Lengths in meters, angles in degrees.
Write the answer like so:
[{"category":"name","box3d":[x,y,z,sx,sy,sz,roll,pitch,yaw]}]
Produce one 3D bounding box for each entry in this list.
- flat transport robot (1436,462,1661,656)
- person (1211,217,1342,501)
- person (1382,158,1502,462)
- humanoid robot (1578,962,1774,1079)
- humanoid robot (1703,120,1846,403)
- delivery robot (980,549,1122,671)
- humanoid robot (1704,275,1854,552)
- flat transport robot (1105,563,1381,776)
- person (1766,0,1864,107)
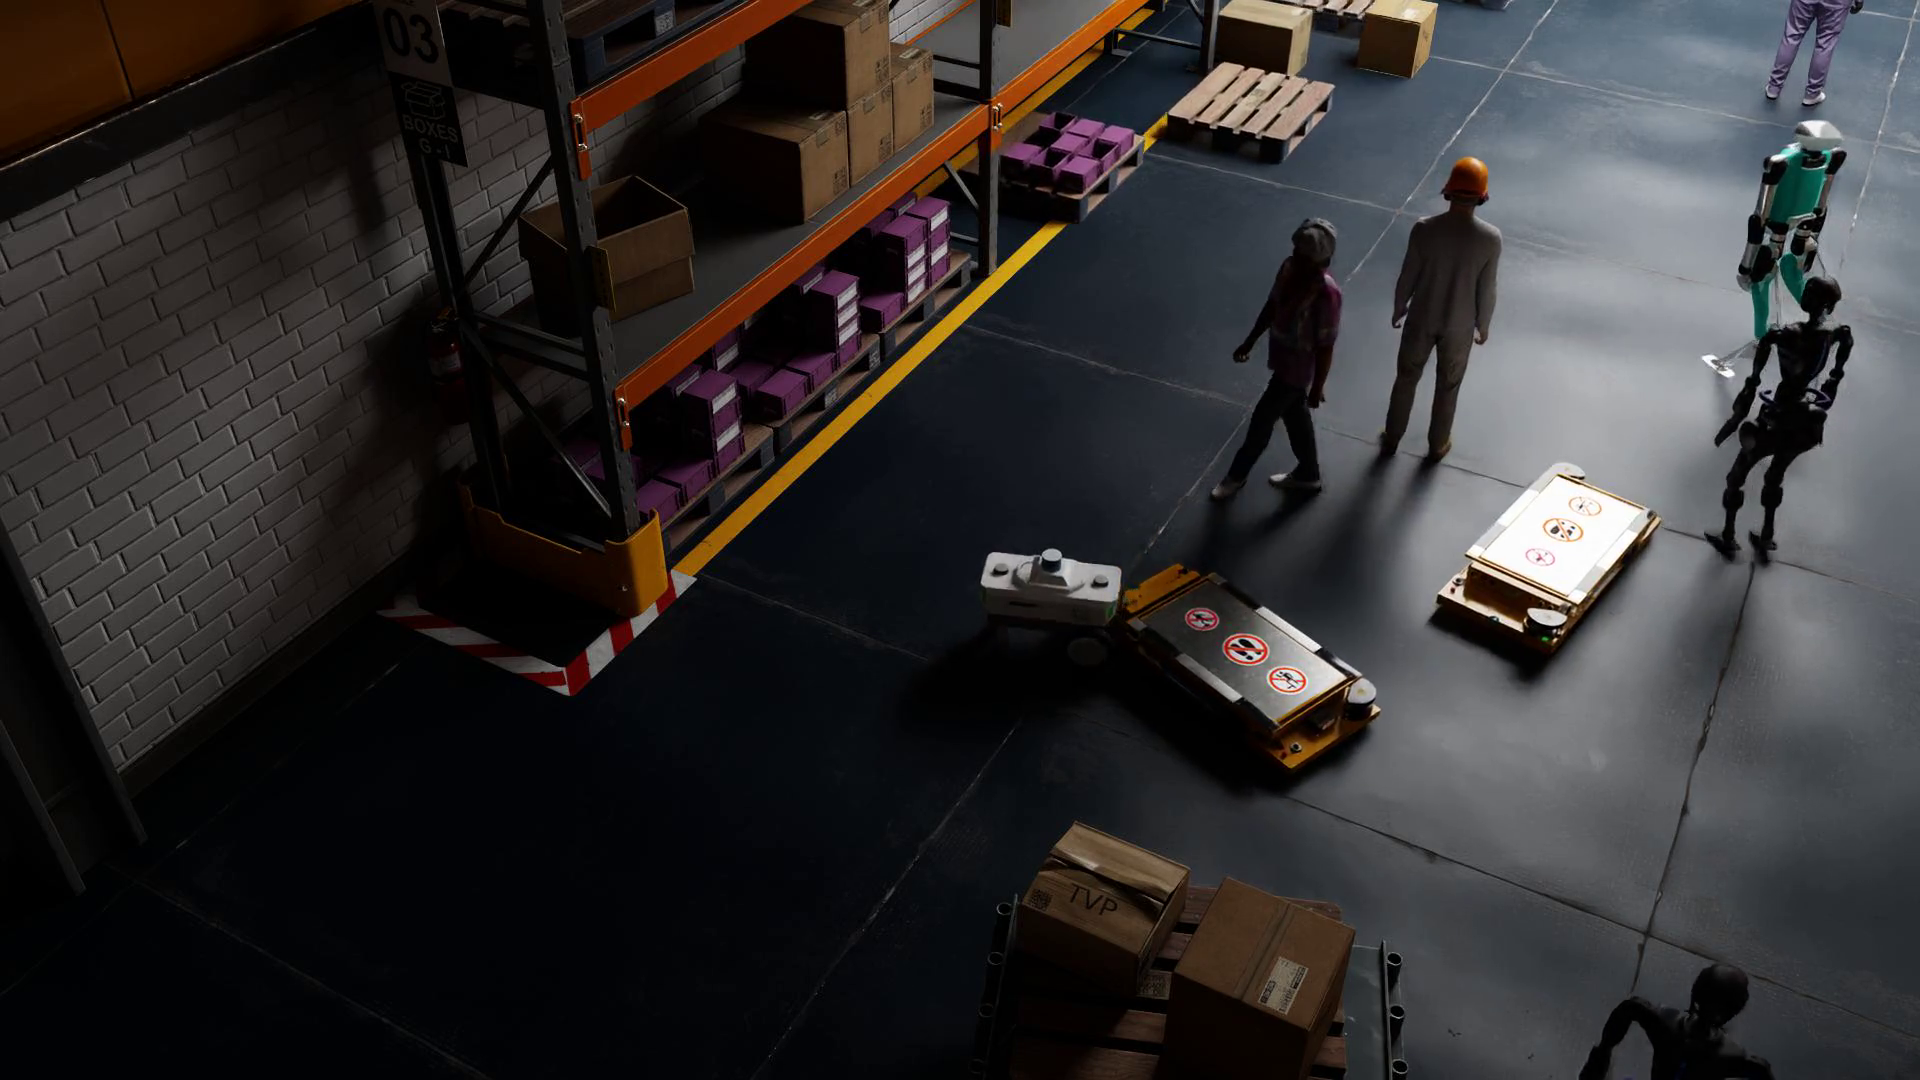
[{"category":"flat transport robot","box3d":[3.259,0.073,9.129,0.659,0.231,1.431,28,46,30]},{"category":"person","box3d":[1.804,-0.987,9.211,0.660,1.816,0.535,-3,39,-4]},{"category":"person","box3d":[2.767,-1.296,9.542,0.559,1.891,0.371,14,41,16]},{"category":"humanoid robot","box3d":[2.326,2.026,5.606,0.609,1.633,0.750,24,44,27]},{"category":"humanoid robot","box3d":[5.104,-1.561,10.027,0.532,1.780,0.997,-12,40,-15]},{"category":"delivery robot","box3d":[0.501,0.323,8.602,0.785,0.614,0.514,7,39,8]},{"category":"humanoid robot","box3d":[4.396,-0.637,8.891,0.589,1.643,0.378,-6,39,-7]},{"category":"flat transport robot","box3d":[1.380,0.597,8.473,0.659,0.231,1.431,-26,46,-29]},{"category":"person","box3d":[7.048,-4.495,13.531,0.646,1.904,0.404,22,44,25]}]
